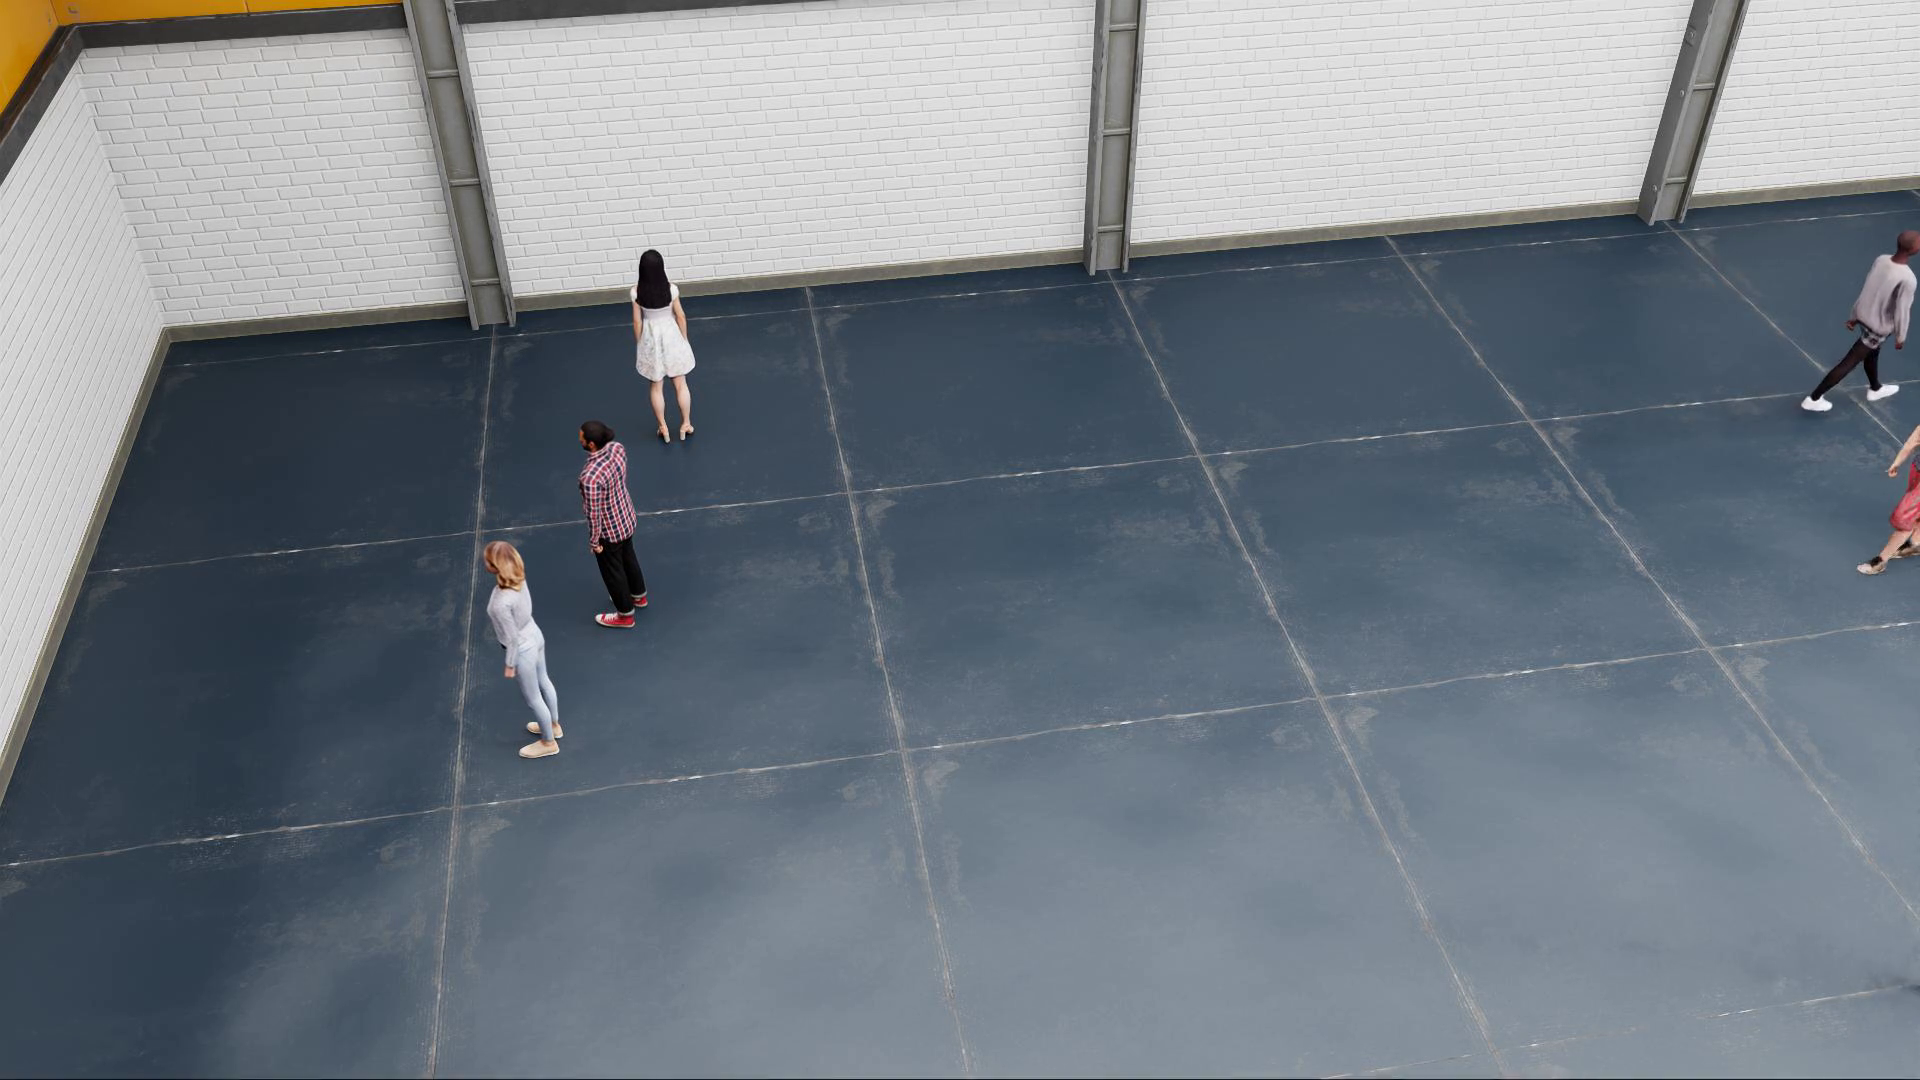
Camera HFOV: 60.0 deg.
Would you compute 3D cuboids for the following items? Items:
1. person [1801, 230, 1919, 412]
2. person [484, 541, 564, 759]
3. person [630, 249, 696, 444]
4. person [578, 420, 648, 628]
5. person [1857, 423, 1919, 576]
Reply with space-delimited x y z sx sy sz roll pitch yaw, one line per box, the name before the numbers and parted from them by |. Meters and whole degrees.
person | 7.680 -1.804 14.130 1.152 1.724 0.646 -7 39 -9
person | -2.863 0.716 10.918 0.585 1.796 0.636 2 39 3
person | -2.480 -1.612 13.850 0.557 1.773 0.704 -5 39 -7
person | -2.519 -0.138 12.017 0.748 1.758 0.763 11 40 13
person | 7.389 -0.483 12.554 0.890 1.626 0.631 -8 39 -10
